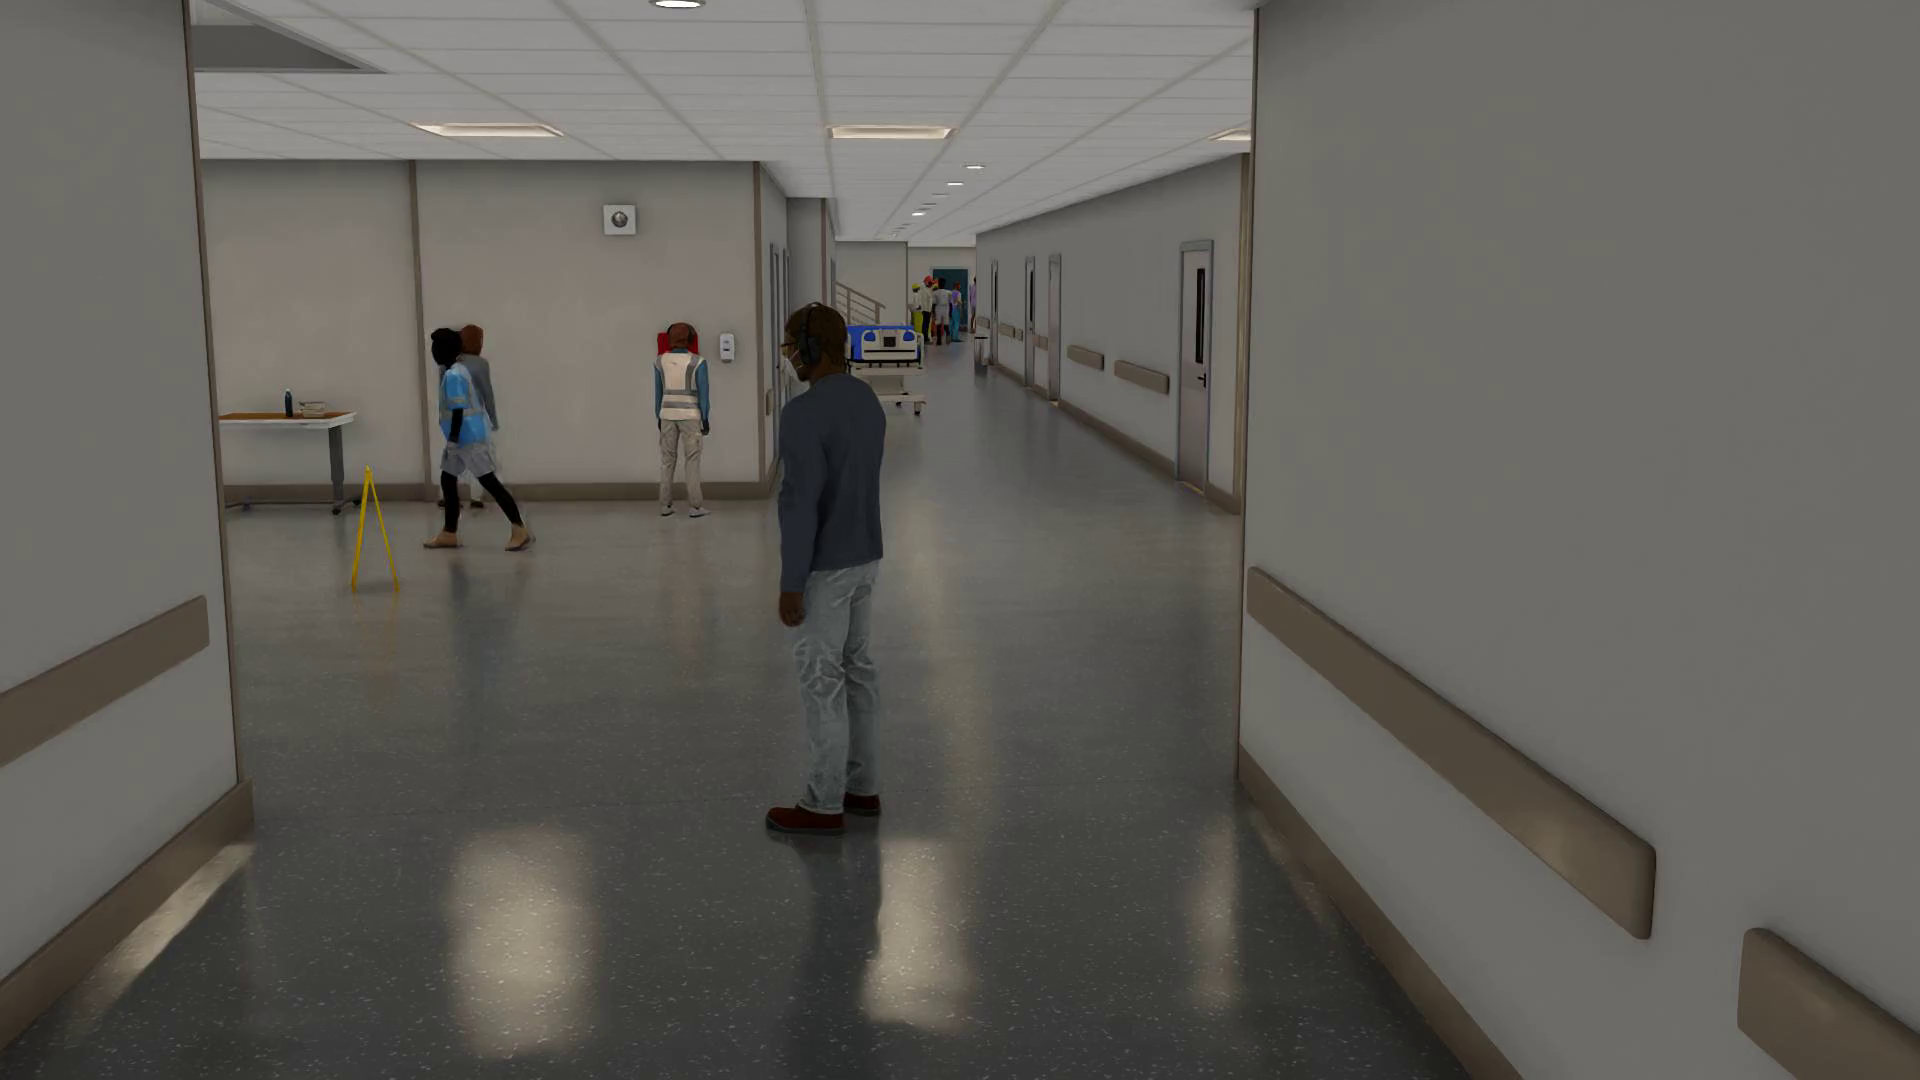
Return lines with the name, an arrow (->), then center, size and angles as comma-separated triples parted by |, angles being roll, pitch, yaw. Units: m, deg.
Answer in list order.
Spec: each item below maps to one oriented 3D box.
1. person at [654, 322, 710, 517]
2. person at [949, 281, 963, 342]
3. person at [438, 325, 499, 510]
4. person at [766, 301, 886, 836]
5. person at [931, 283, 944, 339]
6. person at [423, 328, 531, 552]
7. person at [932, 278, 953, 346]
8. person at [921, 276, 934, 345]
person -> -2.335, -1.004, 13.957 | 0.514, 1.630, 0.318 | 3, 10, 20
person -> -0.154, -6.923, 50.468 | 0.376, 1.836, 0.564 | -6, 11, -34
person -> -4.239, -1.043, 14.308 | 0.511, 1.601, 0.357 | 4, 10, 22
person -> -0.477, 0.106, 6.056 | 0.382, 1.931, 0.631 | 4, 10, 22
person -> -0.733, -7.239, 52.669 | 0.523, 1.768, 0.325 | -4, 10, -22
person -> -3.561, -0.734, 12.237 | 0.773, 1.648, 0.559 | -3, 10, -19
person -> -0.501, -6.488, 47.346 | 0.631, 1.950, 0.541 | -3, 10, -19
person -> -0.938, -6.678, 48.423 | 0.389, 1.996, 0.612 | 2, 9, 10
